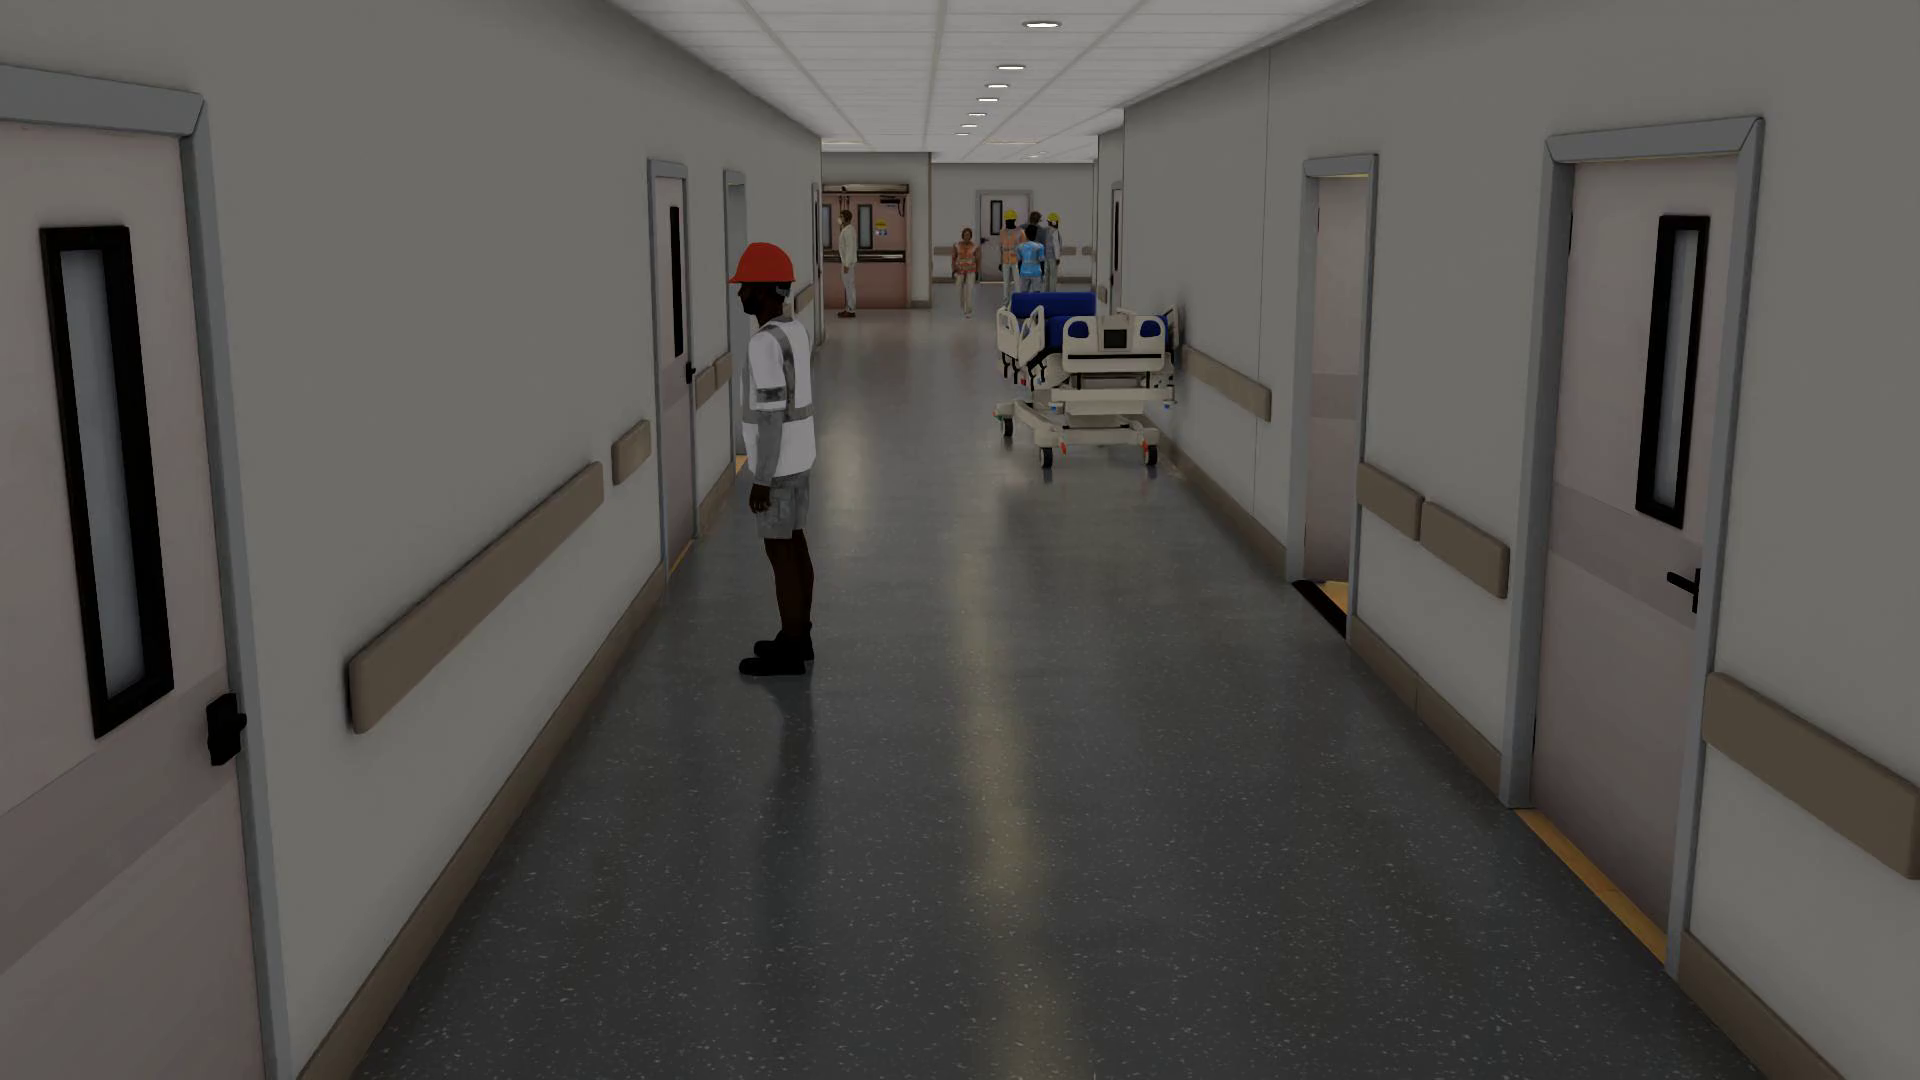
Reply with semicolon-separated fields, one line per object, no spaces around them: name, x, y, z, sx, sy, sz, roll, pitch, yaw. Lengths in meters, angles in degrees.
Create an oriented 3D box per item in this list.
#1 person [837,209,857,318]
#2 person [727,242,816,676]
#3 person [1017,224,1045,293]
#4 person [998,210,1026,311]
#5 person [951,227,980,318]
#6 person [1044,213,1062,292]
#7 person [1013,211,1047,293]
person;-2.045;-4.997;30.095;0.370;1.940;0.631;-1;12;-6
person;-0.843;-0.352;7.465;0.373;1.939;0.545;2;12;10
person;1.213;-4.481;28.169;0.535;1.700;0.318;7;13;29
person;0.984;-5.306;31.636;0.589;1.923;0.383;7;14;32
person;0.117;-4.863;30.213;0.527;1.616;0.629;2;12;8
person;1.987;-6.075;35.605;0.404;1.832;0.598;-6;13;-25
person;1.375;-5.515;32.773;0.664;1.898;0.404;1;12;2
